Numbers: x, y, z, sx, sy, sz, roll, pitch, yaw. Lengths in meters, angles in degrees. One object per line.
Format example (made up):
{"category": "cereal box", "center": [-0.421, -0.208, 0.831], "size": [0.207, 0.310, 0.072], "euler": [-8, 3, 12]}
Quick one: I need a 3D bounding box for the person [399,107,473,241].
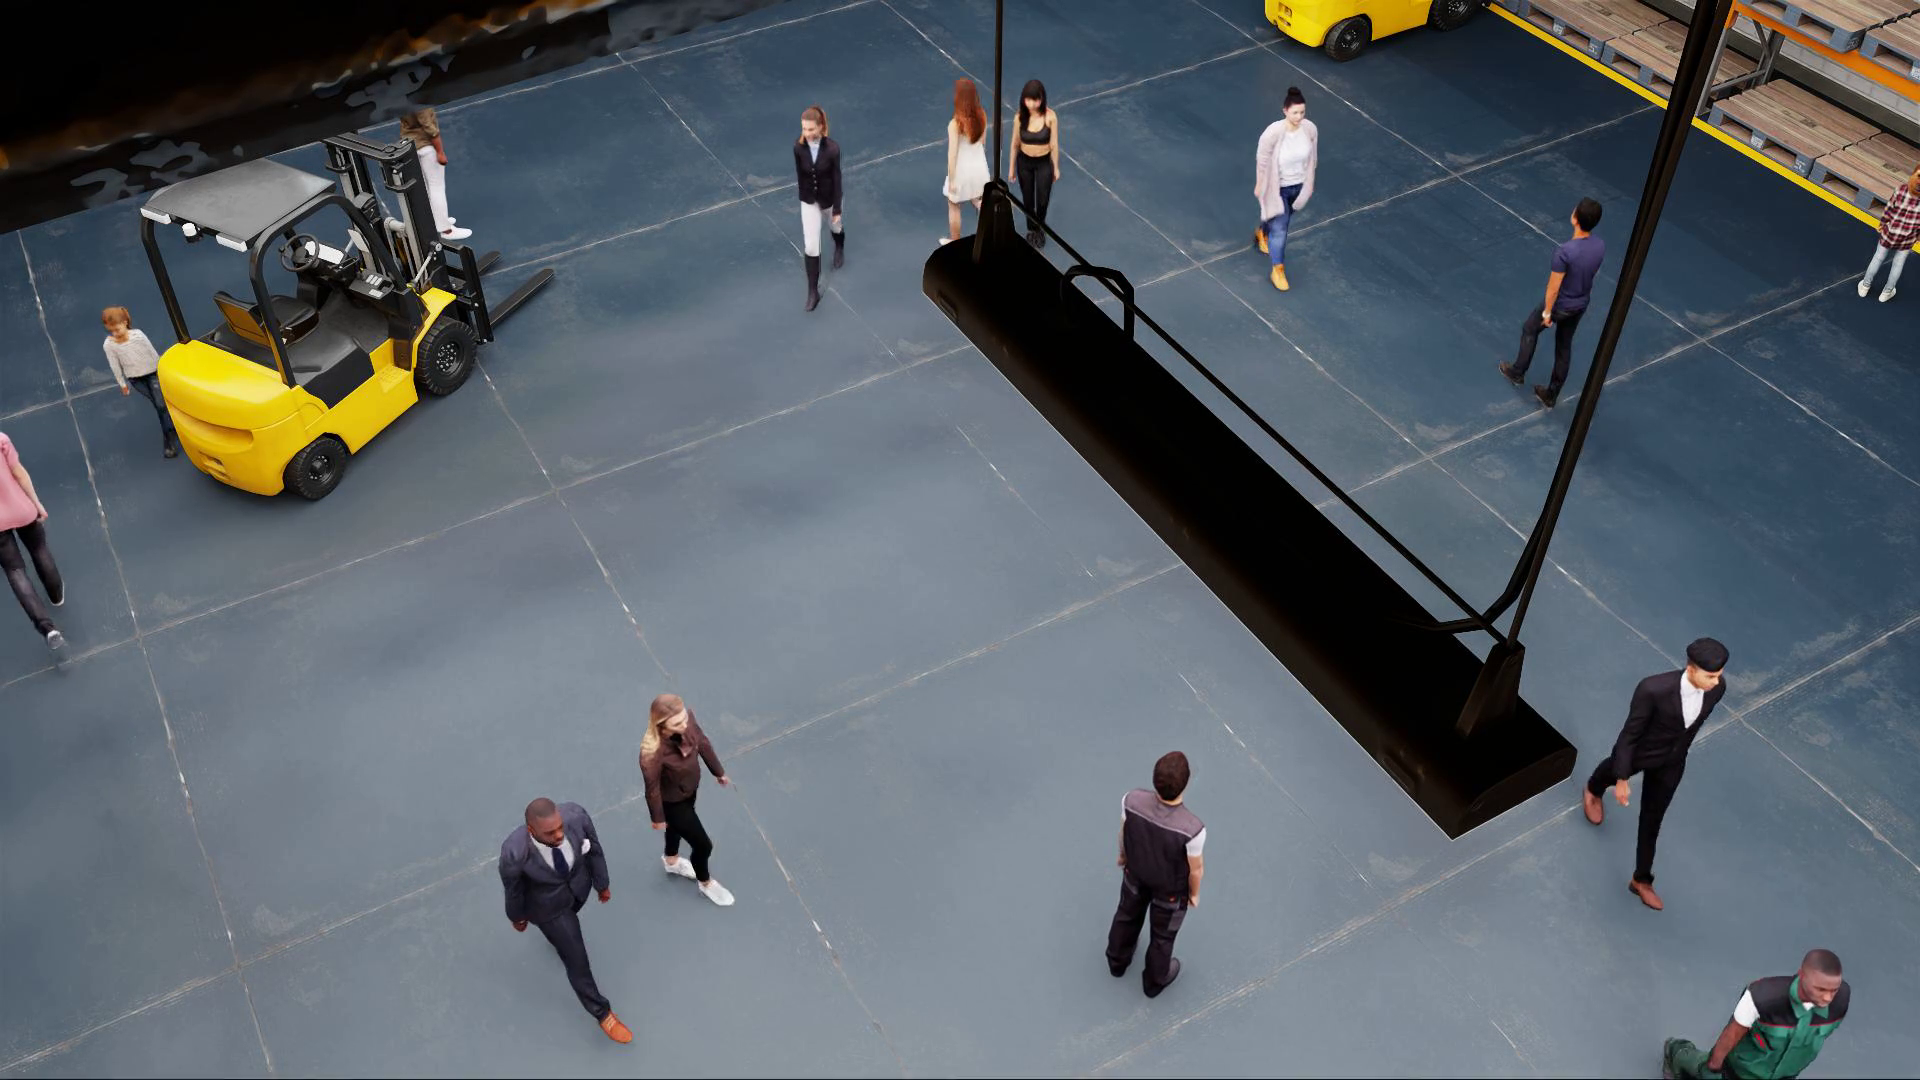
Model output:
{"category": "person", "center": [-4.662, -3.446, 14.429], "size": [0.818, 1.825, 0.586], "euler": [-31, 51, -28]}

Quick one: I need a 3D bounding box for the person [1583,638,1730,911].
{"category": "person", "center": [3.946, 1.152, 9.615], "size": [1.108, 1.809, 1.357], "euler": [-1, 44, -1]}

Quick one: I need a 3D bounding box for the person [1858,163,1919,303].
{"category": "person", "center": [7.878, -2.596, 13.913], "size": [0.557, 1.305, 0.664], "euler": [24, 49, 23]}

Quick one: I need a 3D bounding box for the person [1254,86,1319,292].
{"category": "person", "center": [2.718, -3.057, 14.106], "size": [0.827, 1.707, 1.137], "euler": [-12, 45, -13]}

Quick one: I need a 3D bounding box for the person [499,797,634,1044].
{"category": "person", "center": [-2.180, 1.863, 8.891], "size": [1.310, 1.777, 0.945], "euler": [35, 53, 31]}

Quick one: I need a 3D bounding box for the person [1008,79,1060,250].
{"category": "person", "center": [0.664, -3.282, 14.397], "size": [0.691, 1.631, 0.736], "euler": [6, 44, 7]}

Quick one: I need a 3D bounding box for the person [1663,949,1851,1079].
{"category": "person", "center": [3.903, 2.482, 8.223], "size": [1.066, 1.801, 1.314], "euler": [-1, 44, -1]}

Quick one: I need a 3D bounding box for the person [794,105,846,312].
{"category": "person", "center": [-1.124, -2.848, 13.901], "size": [1.028, 1.688, 1.185], "euler": [6, 44, 6]}

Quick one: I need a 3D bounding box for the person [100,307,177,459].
{"category": "person", "center": [-6.145, -1.276, 12.548], "size": [0.628, 1.278, 0.912], "euler": [-10, 44, -10]}

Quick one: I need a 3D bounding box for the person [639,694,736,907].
{"category": "person", "center": [-1.674, 1.409, 9.437], "size": [0.907, 1.682, 0.842], "euler": [12, 45, 13]}

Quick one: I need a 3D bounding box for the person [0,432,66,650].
{"category": "person", "center": [-6.228, -0.110, 10.849], "size": [0.653, 1.932, 1.124], "euler": [-23, 48, -22]}

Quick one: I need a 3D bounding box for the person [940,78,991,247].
{"category": "person", "center": [0.125, -3.122, 14.182], "size": [0.579, 1.697, 0.860], "euler": [-27, 50, -26]}

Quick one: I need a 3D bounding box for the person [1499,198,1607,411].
{"category": "person", "center": [4.660, -1.751, 12.688], "size": [0.762, 1.772, 0.893], "euler": [-11, 45, -11]}

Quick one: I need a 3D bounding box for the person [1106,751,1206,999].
{"category": "person", "center": [1.052, 1.798, 8.912], "size": [0.682, 1.843, 0.806], "euler": [26, 50, 25]}
